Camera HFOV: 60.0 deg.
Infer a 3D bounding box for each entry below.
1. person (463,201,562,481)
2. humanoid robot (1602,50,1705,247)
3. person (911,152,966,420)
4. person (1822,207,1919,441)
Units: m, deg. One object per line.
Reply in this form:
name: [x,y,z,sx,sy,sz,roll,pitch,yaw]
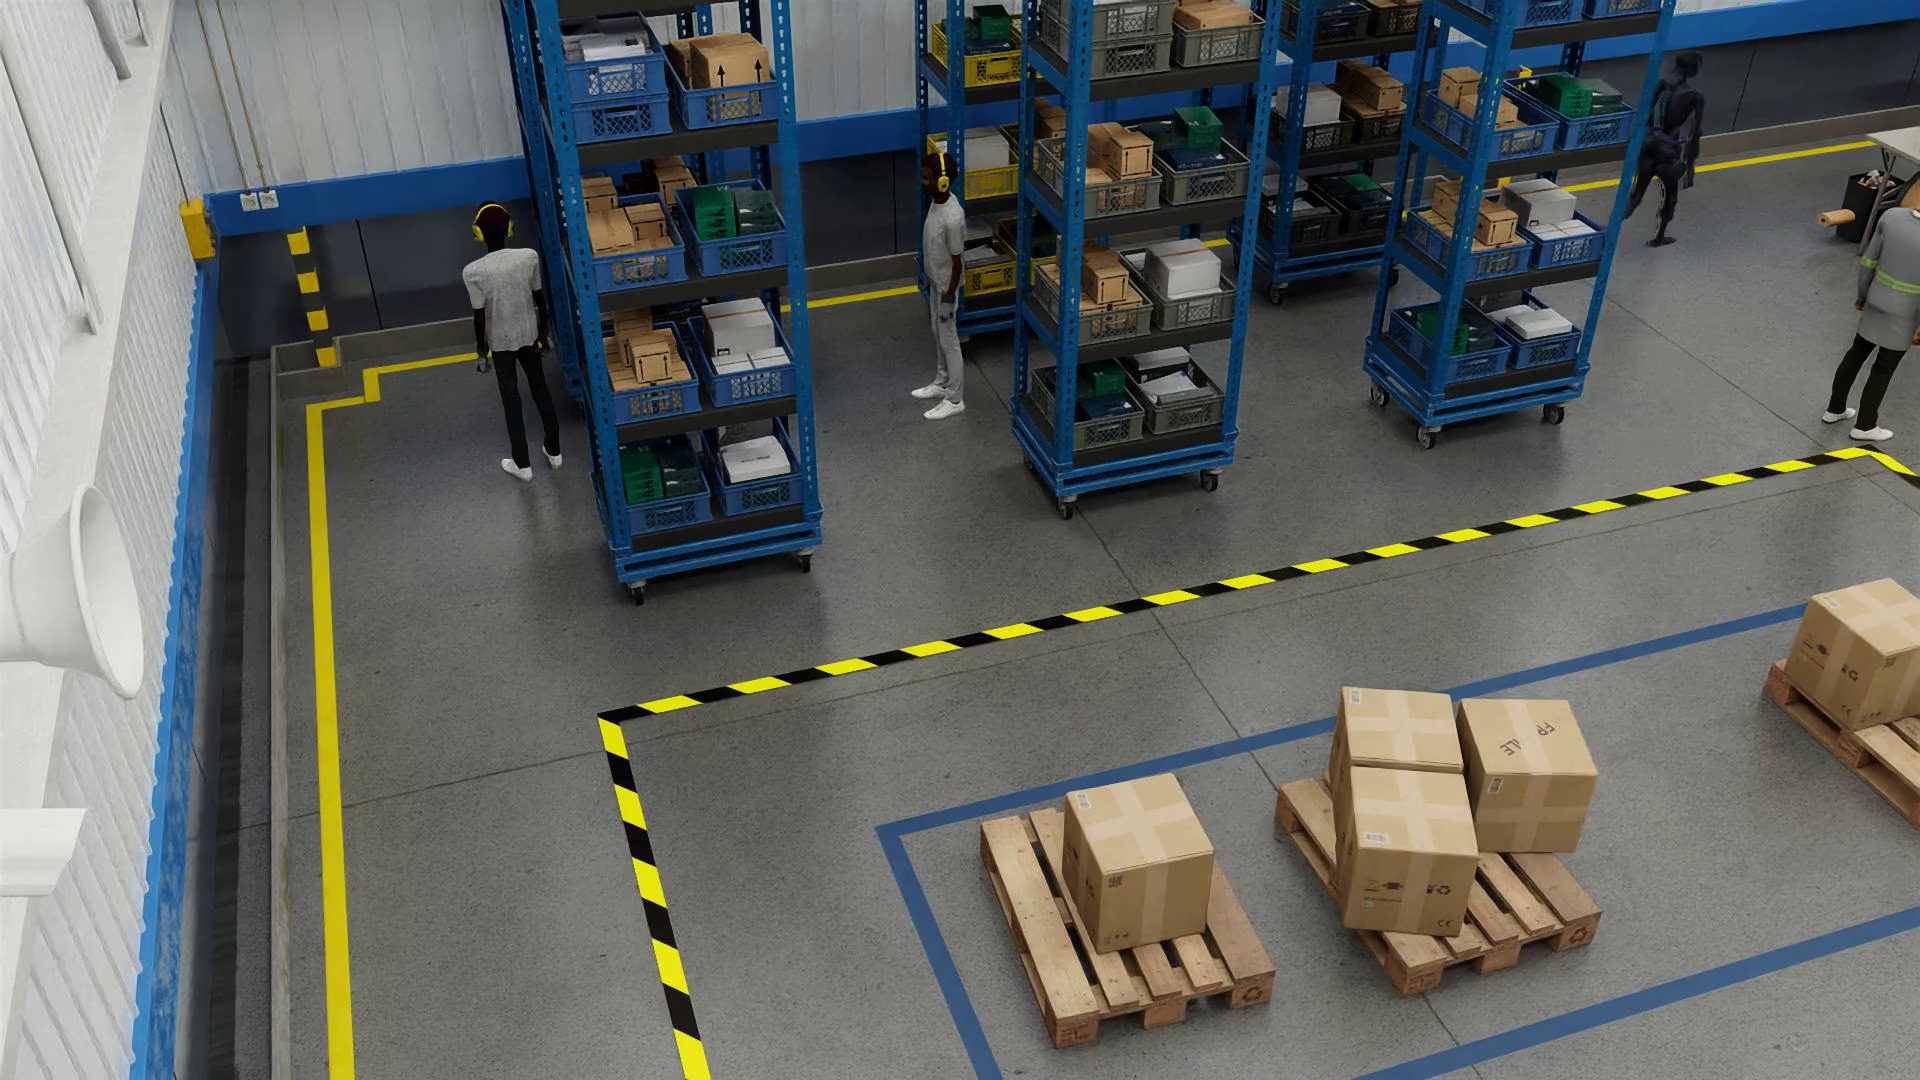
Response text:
person: [-2.804,-1.240,10.425,0.519,1.871,0.325,-25,42,-31]
humanoid robot: [5.549,-3.079,13.231,0.700,1.642,0.602,-14,38,-19]
person: [-0.136,-1.688,11.060,0.329,1.872,0.506,-9,36,-12]
person: [6.112,-1.523,10.842,0.388,1.849,0.596,-12,37,-16]
